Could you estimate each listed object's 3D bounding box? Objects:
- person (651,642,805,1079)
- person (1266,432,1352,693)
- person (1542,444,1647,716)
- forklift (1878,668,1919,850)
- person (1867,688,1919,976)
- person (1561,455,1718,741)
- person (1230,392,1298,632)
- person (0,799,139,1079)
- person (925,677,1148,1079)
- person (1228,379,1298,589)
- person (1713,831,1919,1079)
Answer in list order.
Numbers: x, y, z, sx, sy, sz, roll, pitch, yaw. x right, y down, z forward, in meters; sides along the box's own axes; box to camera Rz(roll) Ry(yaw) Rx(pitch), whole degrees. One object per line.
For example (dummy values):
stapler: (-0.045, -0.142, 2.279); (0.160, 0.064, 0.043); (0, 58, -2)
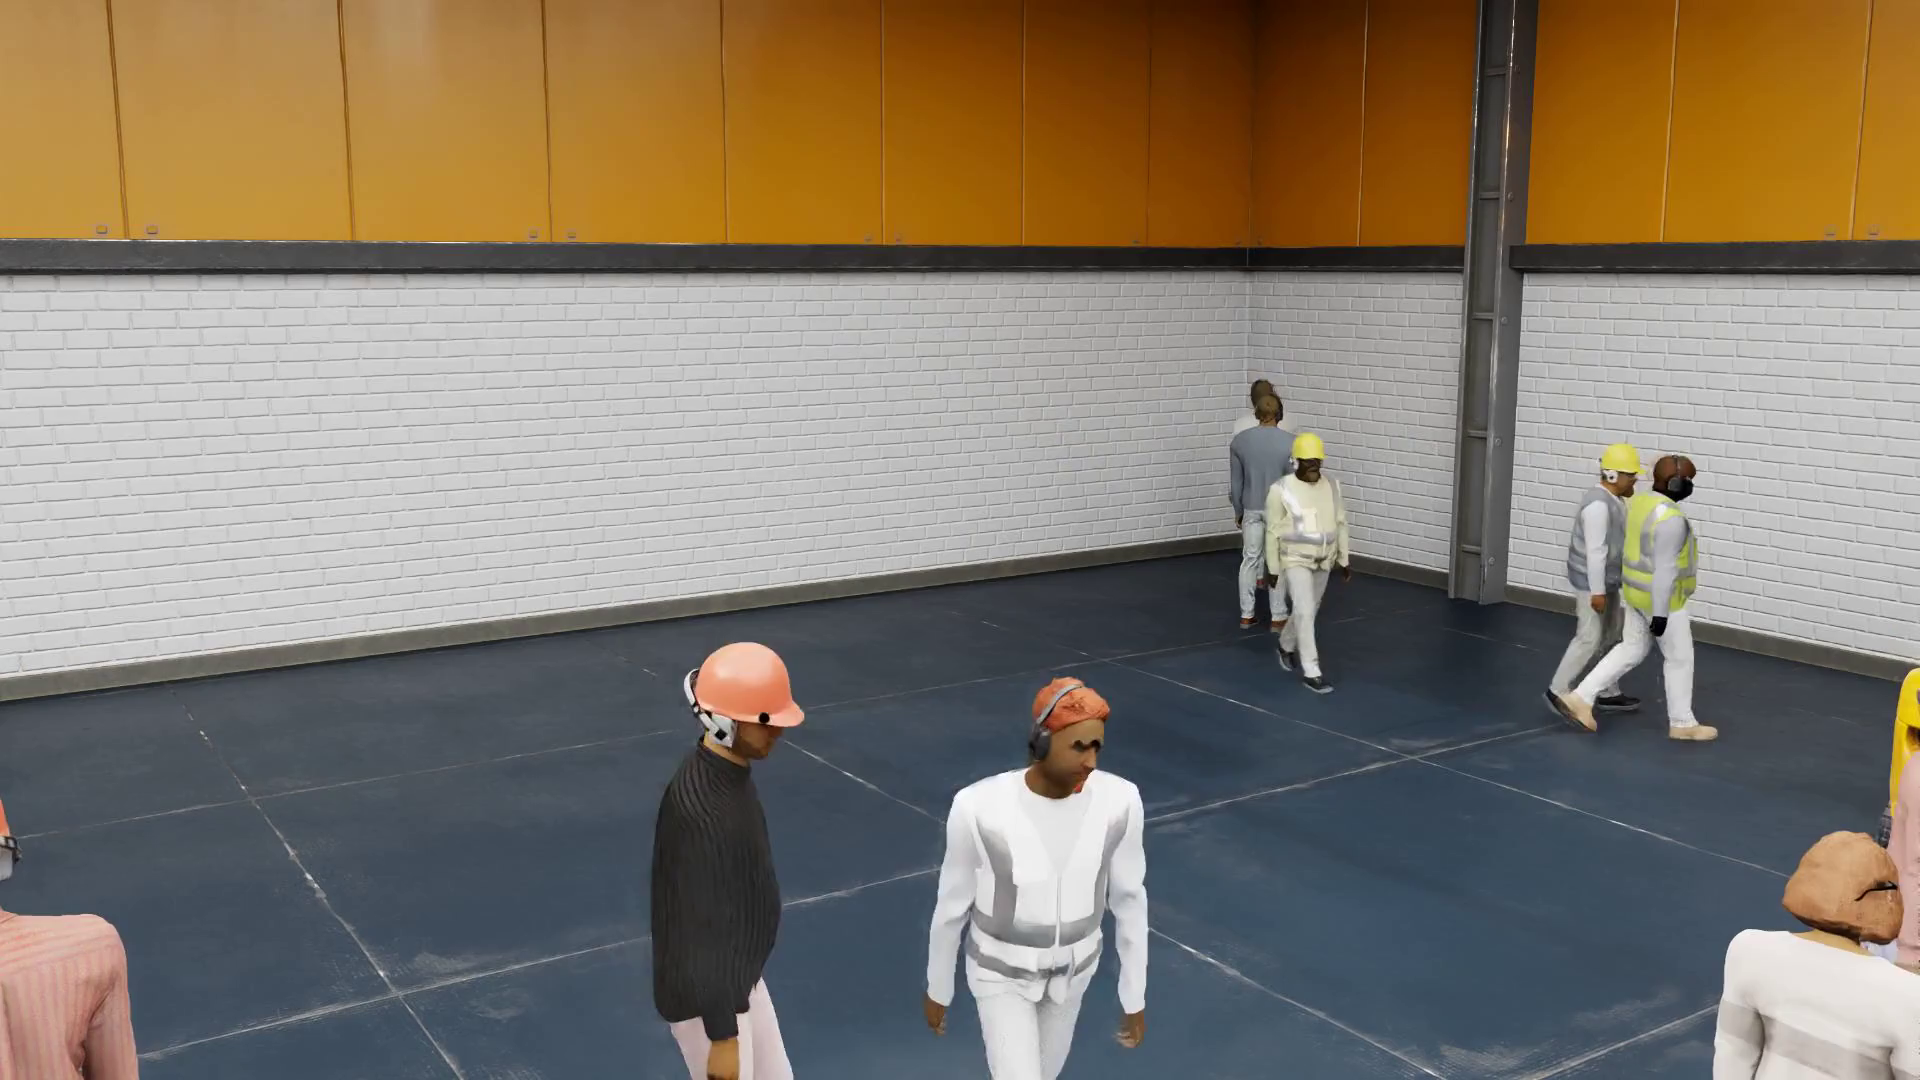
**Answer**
person: (-0.684, 1.232, 4.640); (0.524, 1.962, 0.641); (0, 9, -3)
person: (2.440, 0.119, 11.814); (0.583, 1.802, 0.888); (-4, 10, -24)
person: (4.190, 0.273, 10.906); (0.538, 1.829, 0.605); (6, 11, 33)
forklift: (5.511, 0.571, 7.906); (2.313, 2.155, 1.214); (-6, 11, -33)
person: (3.072, 1.224, 5.405); (0.503, 1.732, 0.654); (5, 11, 27)
person: (4.266, 0.361, 10.358); (0.891, 1.811, 0.657); (0, 9, 3)
person: (2.485, -0.224, 13.462); (0.631, 1.940, 0.372); (6, 11, 33)
person: (-1.984, 1.419, 3.404); (0.399, 1.989, 0.623); (7, 12, 36)
person: (0.226, 1.273, 4.735); (0.609, 1.828, 0.985); (-3, 10, -19)
person: (2.749, -0.507, 15.184); (0.658, 1.928, 0.418); (-3, 10, -18)
person: (2.077, 1.496, 4.019); (0.279, 1.631, 0.504); (-9, 13, -42)
